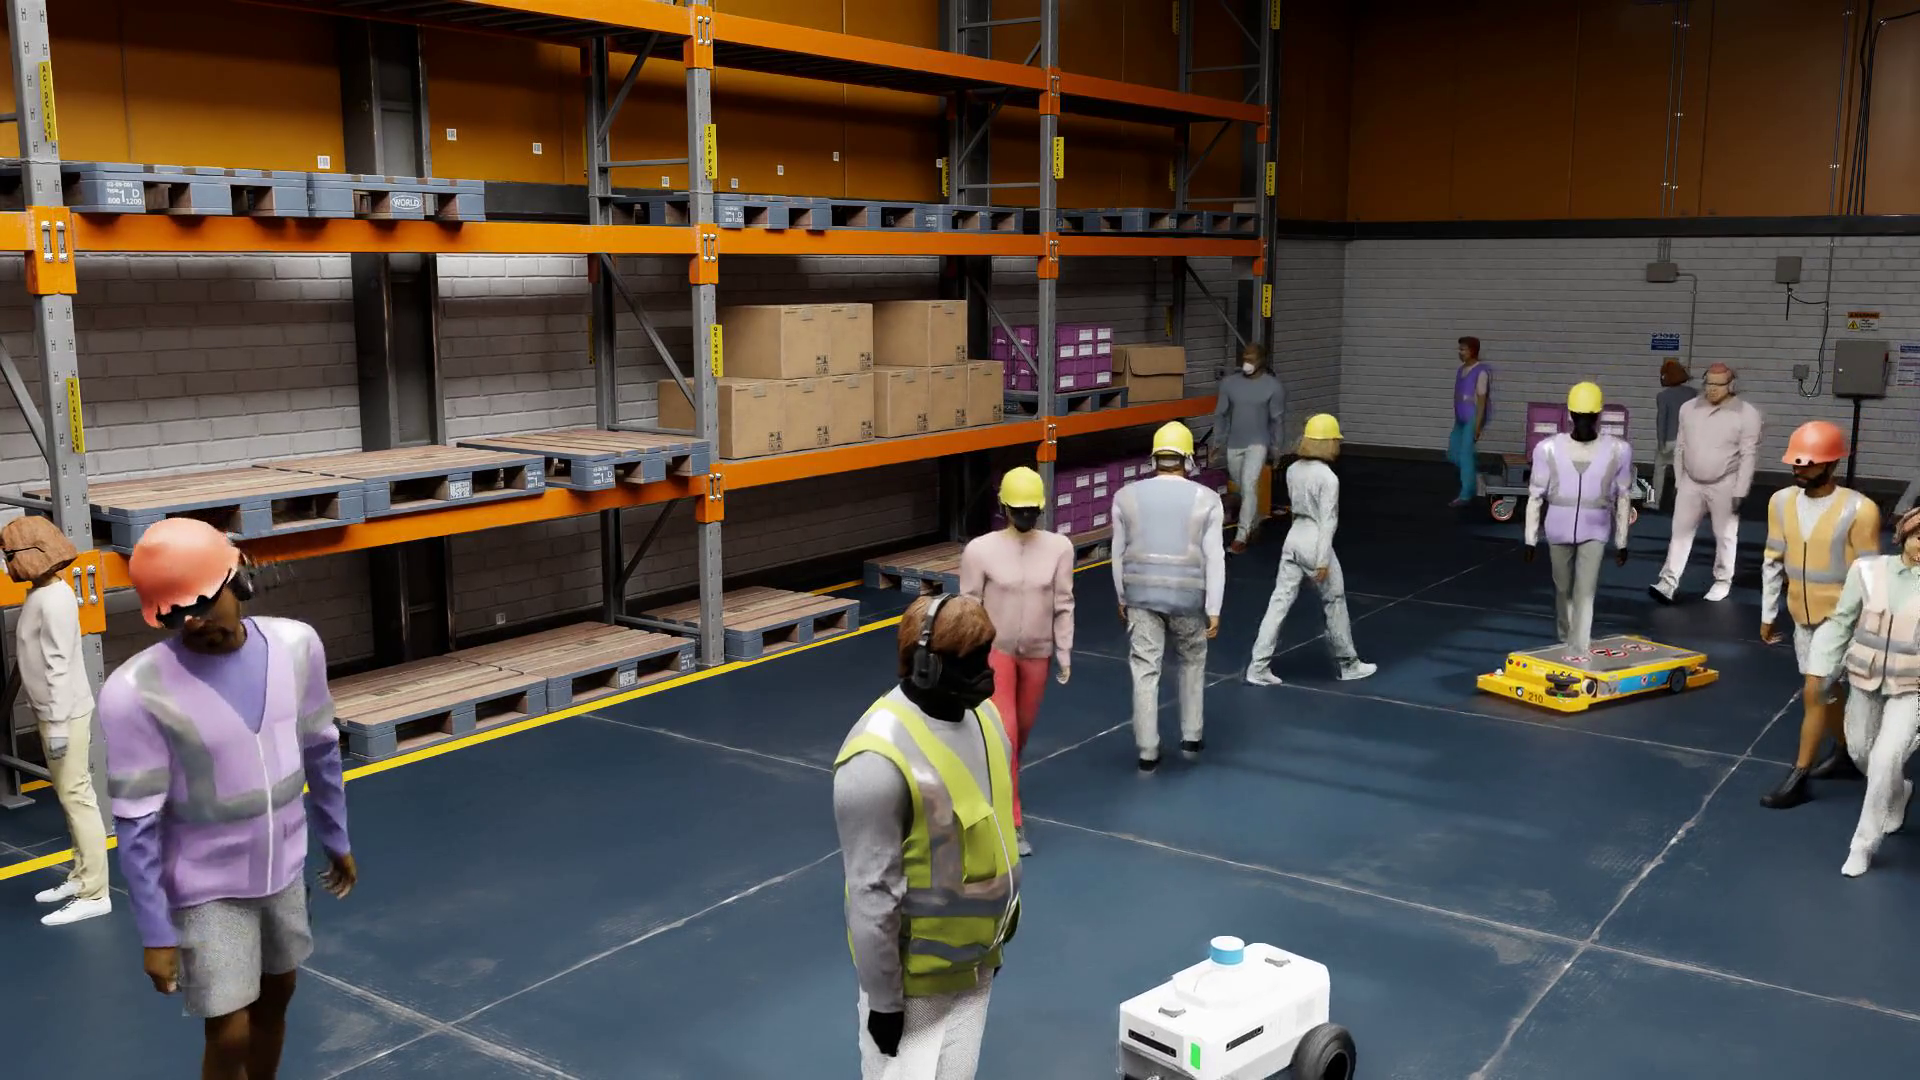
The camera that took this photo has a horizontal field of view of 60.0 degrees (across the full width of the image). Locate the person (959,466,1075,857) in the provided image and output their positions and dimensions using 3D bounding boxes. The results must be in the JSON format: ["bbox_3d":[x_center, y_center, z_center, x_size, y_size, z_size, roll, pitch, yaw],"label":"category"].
[{"bbox_3d":[0.230,0.492,7.641,0.545,1.724,0.848,-2,10,-13],"label":"person"}]

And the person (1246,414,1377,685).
[{"bbox_3d":[2.179,0.063,10.286,0.904,1.697,0.489,-5,11,-29],"label":"person"}]

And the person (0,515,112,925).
[{"bbox_3d":[-3.613,0.709,6.649,0.272,1.627,0.502,-7,12,-34],"label":"person"}]

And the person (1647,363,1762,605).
[{"bbox_3d":[5.645,-0.401,12.585,1.003,1.847,0.656,-9,13,-44],"label":"person"}]

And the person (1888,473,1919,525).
[{"bbox_3d":[9.640,-1.013,16.155,1.033,1.890,0.653,5,11,26],"label":"person"}]

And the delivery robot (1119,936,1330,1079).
[{"bbox_3d":[0.812,1.459,5.090,0.707,0.478,0.477,-9,13,-42],"label":"delivery robot"}]

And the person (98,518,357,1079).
[{"bbox_3d":[-1.957,0.894,4.495,0.541,1.988,0.694,6,11,31],"label":"person"}]

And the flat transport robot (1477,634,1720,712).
[{"bbox_3d":[3.915,0.794,10.173,1.431,0.197,0.652,-6,11,-31],"label":"flat transport robot"}]

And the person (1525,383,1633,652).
[{"bbox_3d":[3.864,-0.049,10.420,0.607,1.871,1.017,4,10,24],"label":"person"}]

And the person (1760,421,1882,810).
[{"bbox_3d":[4.232,0.343,8.138,0.853,1.877,0.562,-4,10,-24],"label":"person"}]

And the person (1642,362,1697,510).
[{"bbox_3d":[7.436,-1.052,17.239,0.505,1.588,0.867,-2,10,-10],"label":"person"}]

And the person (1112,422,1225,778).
[{"bbox_3d":[1.081,0.292,8.631,0.602,1.794,0.740,2,10,13],"label":"person"}]

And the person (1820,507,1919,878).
[{"bbox_3d":[4.087,0.623,7.230,0.735,1.600,0.522,-8,12,-39],"label":"person"}]

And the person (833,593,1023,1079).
[{"bbox_3d":[-0.060,1.030,4.141,0.431,1.835,0.624,5,11,28],"label":"person"}]

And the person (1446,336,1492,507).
[{"bbox_3d":[5.471,-1.261,17.787,0.469,1.832,0.566,-2,10,-10],"label":"person"}]

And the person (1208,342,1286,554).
[{"bbox_3d":[2.669,-0.863,15.225,0.642,1.908,0.974,6,11,31],"label":"person"}]
